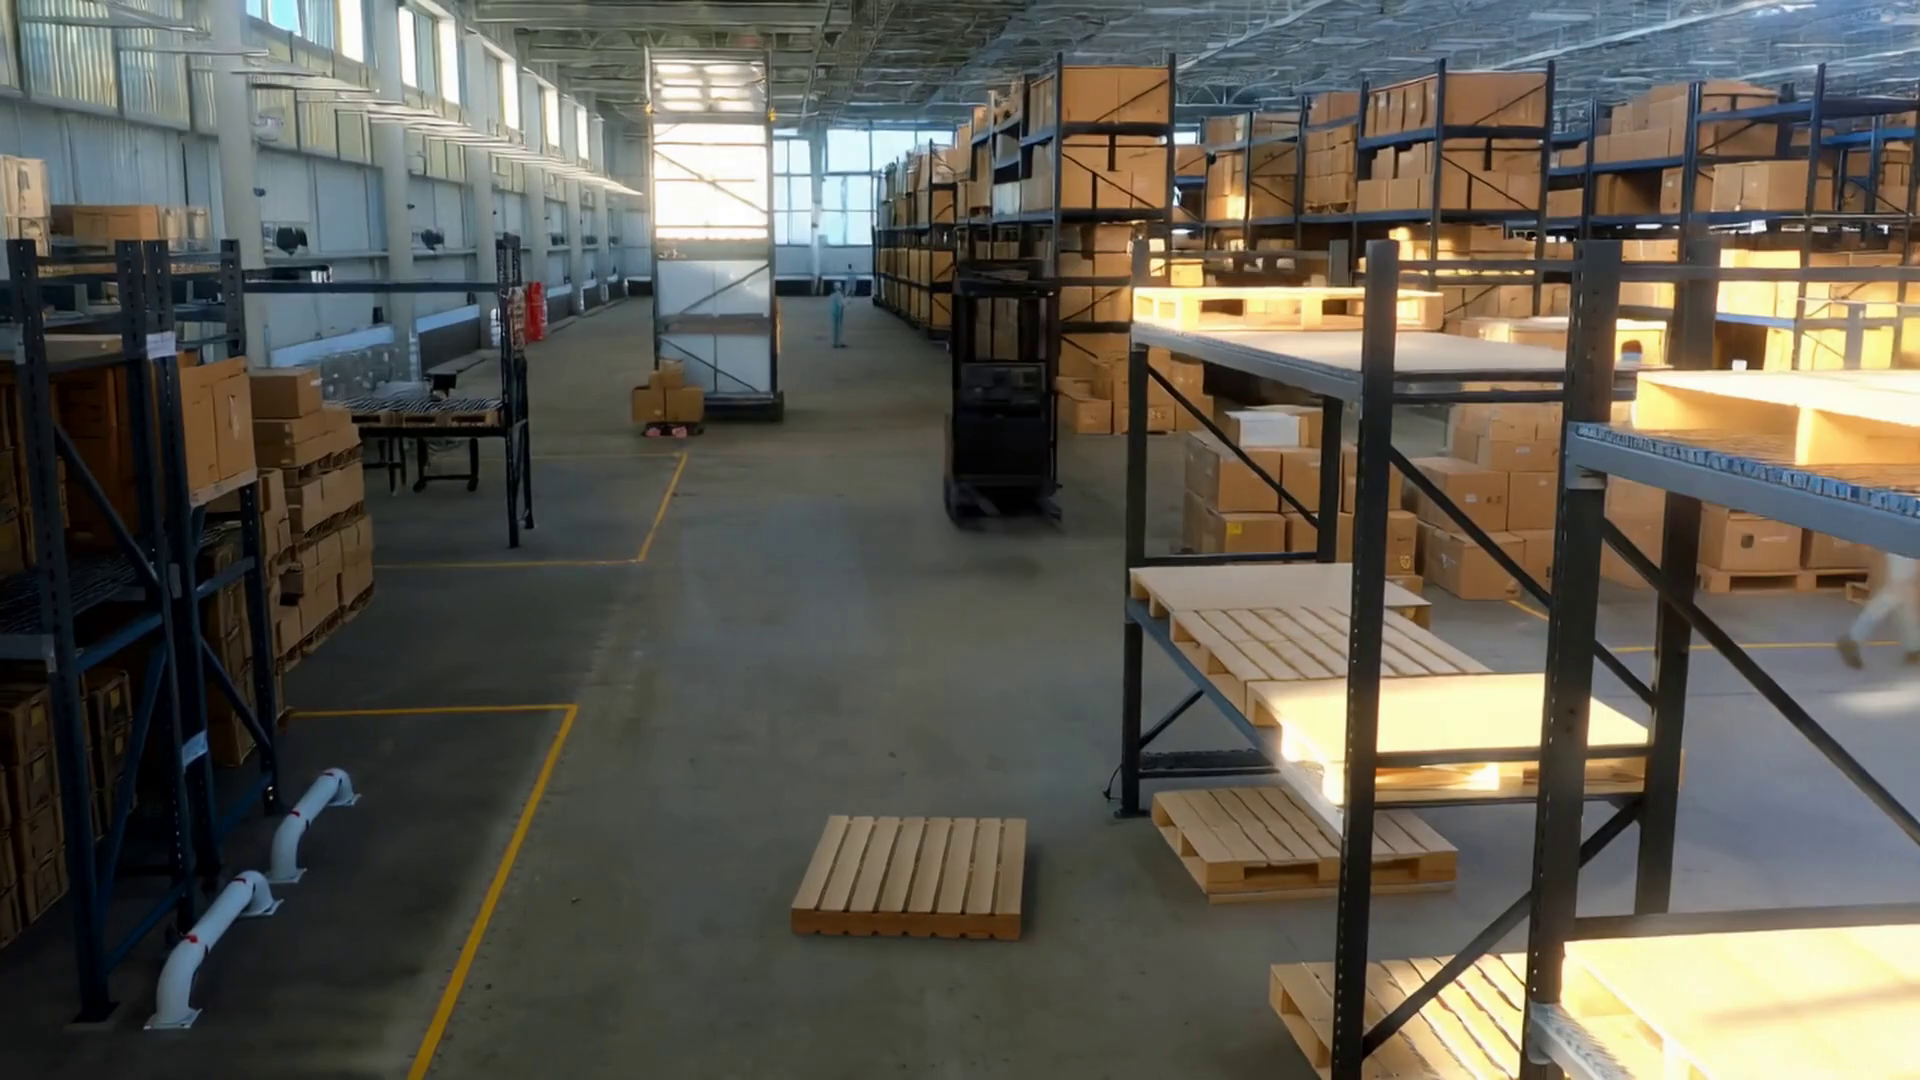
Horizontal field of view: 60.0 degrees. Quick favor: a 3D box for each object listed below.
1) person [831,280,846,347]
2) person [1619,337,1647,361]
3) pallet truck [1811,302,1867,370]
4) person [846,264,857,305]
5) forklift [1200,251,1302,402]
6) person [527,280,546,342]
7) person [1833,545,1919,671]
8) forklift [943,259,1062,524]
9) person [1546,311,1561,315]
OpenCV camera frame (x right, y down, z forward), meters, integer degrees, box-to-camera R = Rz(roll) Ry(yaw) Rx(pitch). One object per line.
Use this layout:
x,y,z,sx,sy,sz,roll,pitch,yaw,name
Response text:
-3.444,-6.435,47.312,0.406,1.901,0.639,-2,10,-11,person
7.641,-1.368,19.136,0.376,1.934,0.547,2,10,13,person
15.846,-3.142,28.793,1.885,1.965,0.823,2,10,12,pallet truck
-5.027,-11.909,77.592,0.640,1.922,0.670,8,13,37,person
5.560,-4.119,31.754,1.129,2.768,1.873,-6,12,-31,forklift
-12.649,-6.839,49.705,0.571,1.840,0.374,1,10,8,person
6.617,-0.011,11.730,0.970,1.909,0.635,-3,11,-14,person
0.424,-1.699,18.347,1.129,2.768,1.873,-1,10,-6,forklift
9.151,-2.546,25.592,0.902,1.970,0.623,-2,10,-13,person
